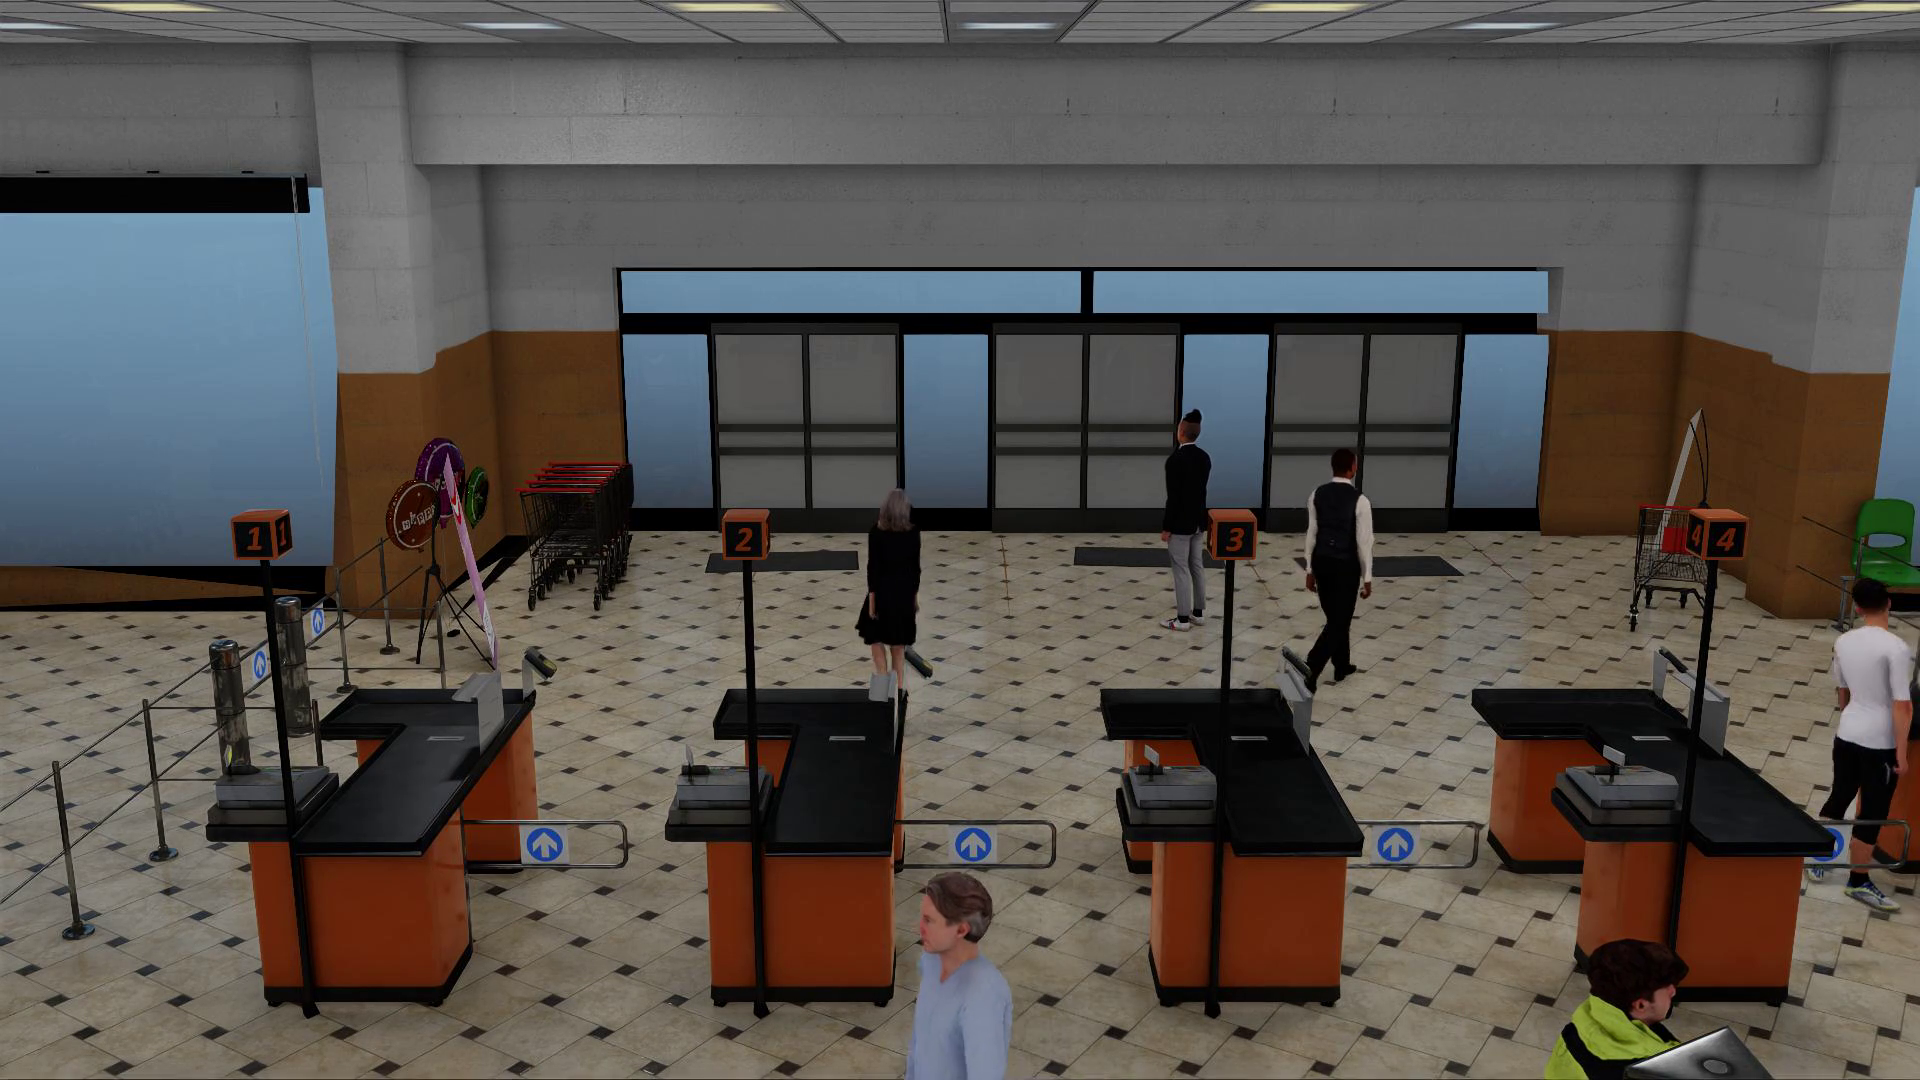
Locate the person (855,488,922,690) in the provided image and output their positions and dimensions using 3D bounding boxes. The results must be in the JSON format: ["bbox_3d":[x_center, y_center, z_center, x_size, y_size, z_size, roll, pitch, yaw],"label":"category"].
[{"bbox_3d":[-0.483,0.502,12.237,0.749,1.714,0.810,-7,15,-26],"label":"person"}]

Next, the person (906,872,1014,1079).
[{"bbox_3d":[0.070,2.006,5.688,0.808,1.878,0.720,-4,14,-15],"label":"person"}]

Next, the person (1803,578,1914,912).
[{"bbox_3d":[5.120,1.148,9.343,0.925,1.821,0.553,1,14,4],"label":"person"}]

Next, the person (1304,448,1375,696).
[{"bbox_3d":[2.866,0.265,12.847,1.181,1.887,1.285,11,18,39],"label":"person"}]

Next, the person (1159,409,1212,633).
[{"bbox_3d":[1.986,-0.183,14.559,0.783,1.950,0.842,-13,19,-43],"label":"person"}]

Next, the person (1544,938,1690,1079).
[{"bbox_3d":[1.947,2.109,5.042,0.858,1.982,0.615,-2,14,-7],"label":"person"}]
